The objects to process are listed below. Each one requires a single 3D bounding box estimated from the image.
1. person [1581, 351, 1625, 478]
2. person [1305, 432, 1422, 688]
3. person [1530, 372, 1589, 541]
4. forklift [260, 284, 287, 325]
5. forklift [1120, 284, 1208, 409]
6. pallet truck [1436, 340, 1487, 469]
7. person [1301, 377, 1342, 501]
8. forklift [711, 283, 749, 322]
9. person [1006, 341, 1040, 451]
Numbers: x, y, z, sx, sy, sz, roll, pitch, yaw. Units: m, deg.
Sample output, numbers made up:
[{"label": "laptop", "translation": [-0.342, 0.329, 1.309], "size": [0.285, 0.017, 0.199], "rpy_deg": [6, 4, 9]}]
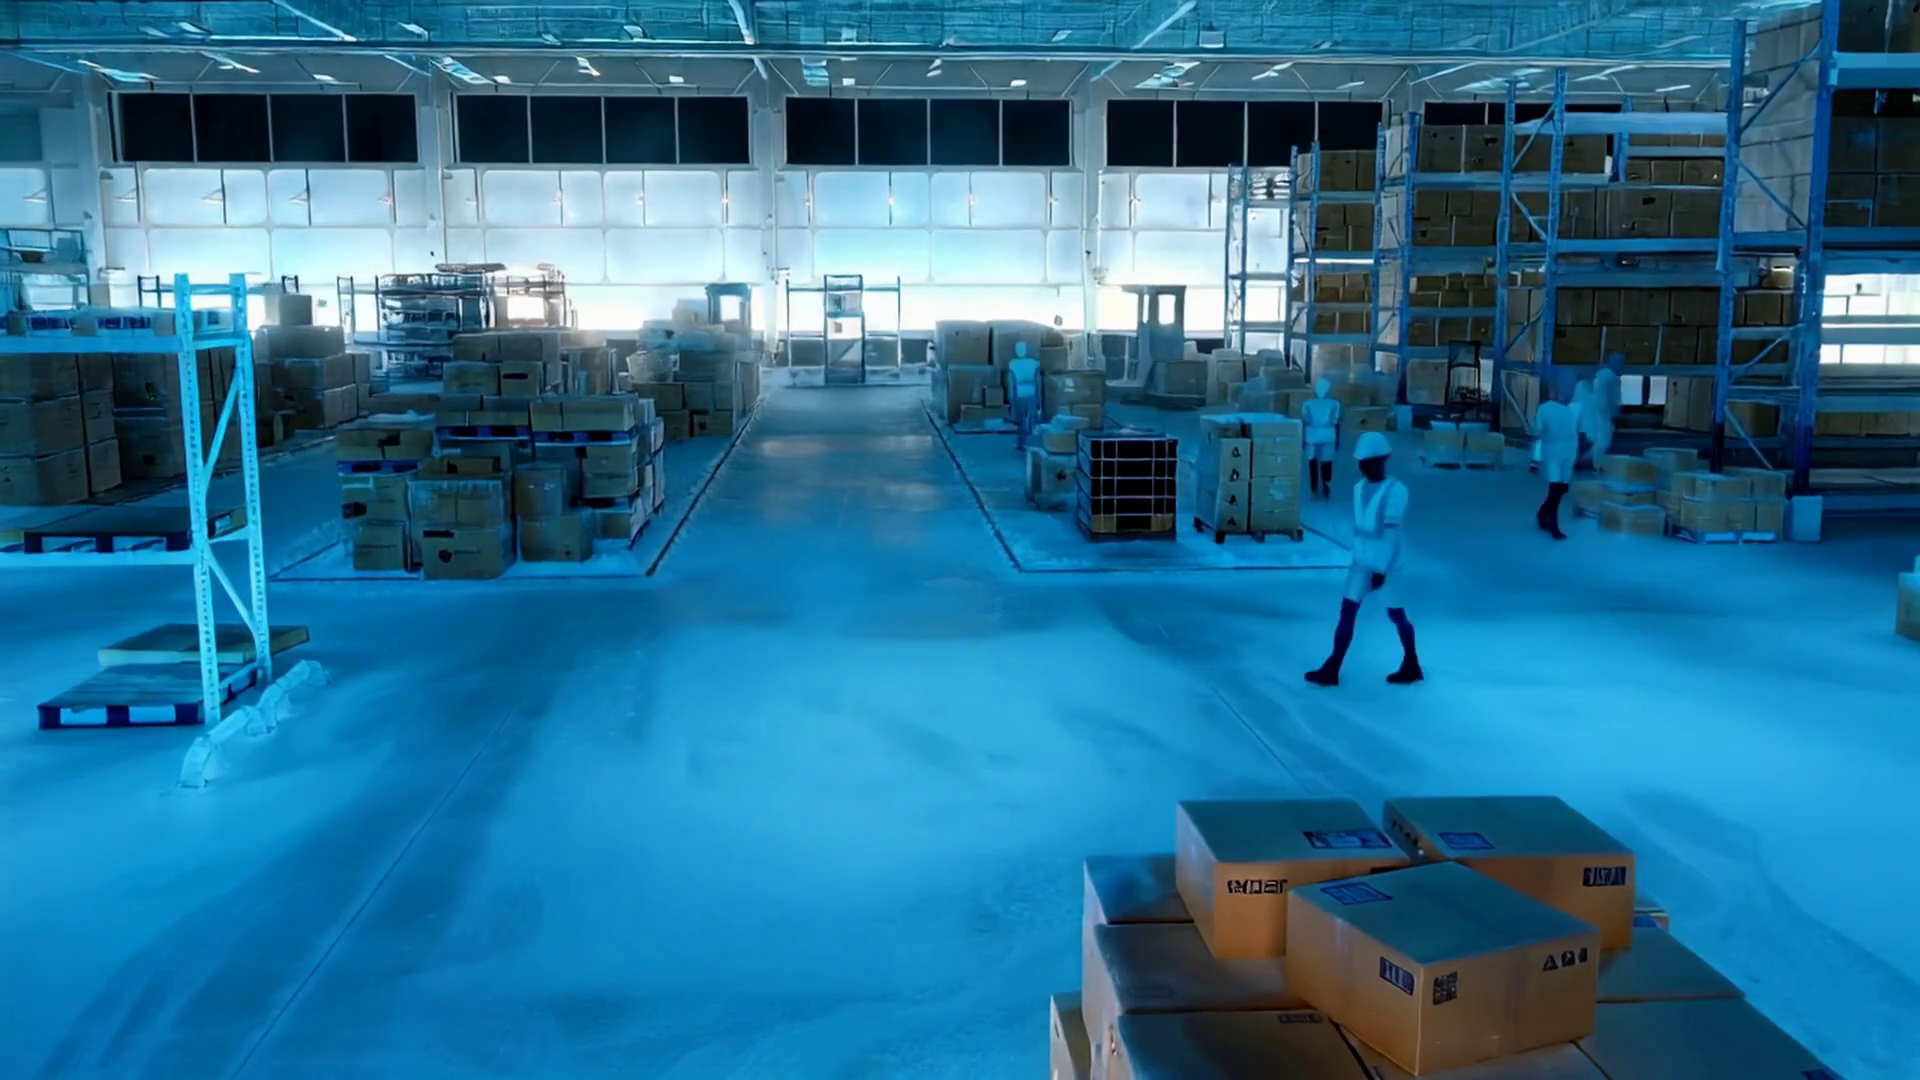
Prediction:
[{"label": "person", "translation": [9.610, -1.855, 24.720], "size": [0.427, 1.913, 0.637], "rpy_deg": [1, 9, 7]}, {"label": "person", "translation": [3.020, 0.155, 12.180], "size": [0.997, 1.887, 0.546], "rpy_deg": [-5, 10, -30]}, {"label": "person", "translation": [6.896, -0.990, 19.232], "size": [0.604, 1.940, 0.883], "rpy_deg": [-3, 9, -16]}, {"label": "forklift", "translation": [-15.707, -4.501, 38.293], "size": [1.873, 2.768, 1.129], "rpy_deg": [-2, 9, -10]}, {"label": "forklift", "translation": [4.692, -4.430, 37.846], "size": [1.129, 2.768, 1.873], "rpy_deg": [-6, 11, -33]}, {"label": "pallet truck", "translation": [8.004, -2.170, 26.422], "size": [0.823, 1.965, 1.885], "rpy_deg": [2, 9, 14]}, {"label": "person", "translation": [4.795, -1.330, 22.115], "size": [0.543, 1.677, 0.640], "rpy_deg": [1, 9, 6]}, {"label": "forklift", "translation": [-5.900, -5.230, 42.869], "size": [1.129, 2.768, 1.873], "rpy_deg": [-1, 9, -4]}, {"label": "person", "translation": [1.079, -2.465, 28.552], "size": [0.630, 1.903, 0.445], "rpy_deg": [-4, 10, -24]}]
